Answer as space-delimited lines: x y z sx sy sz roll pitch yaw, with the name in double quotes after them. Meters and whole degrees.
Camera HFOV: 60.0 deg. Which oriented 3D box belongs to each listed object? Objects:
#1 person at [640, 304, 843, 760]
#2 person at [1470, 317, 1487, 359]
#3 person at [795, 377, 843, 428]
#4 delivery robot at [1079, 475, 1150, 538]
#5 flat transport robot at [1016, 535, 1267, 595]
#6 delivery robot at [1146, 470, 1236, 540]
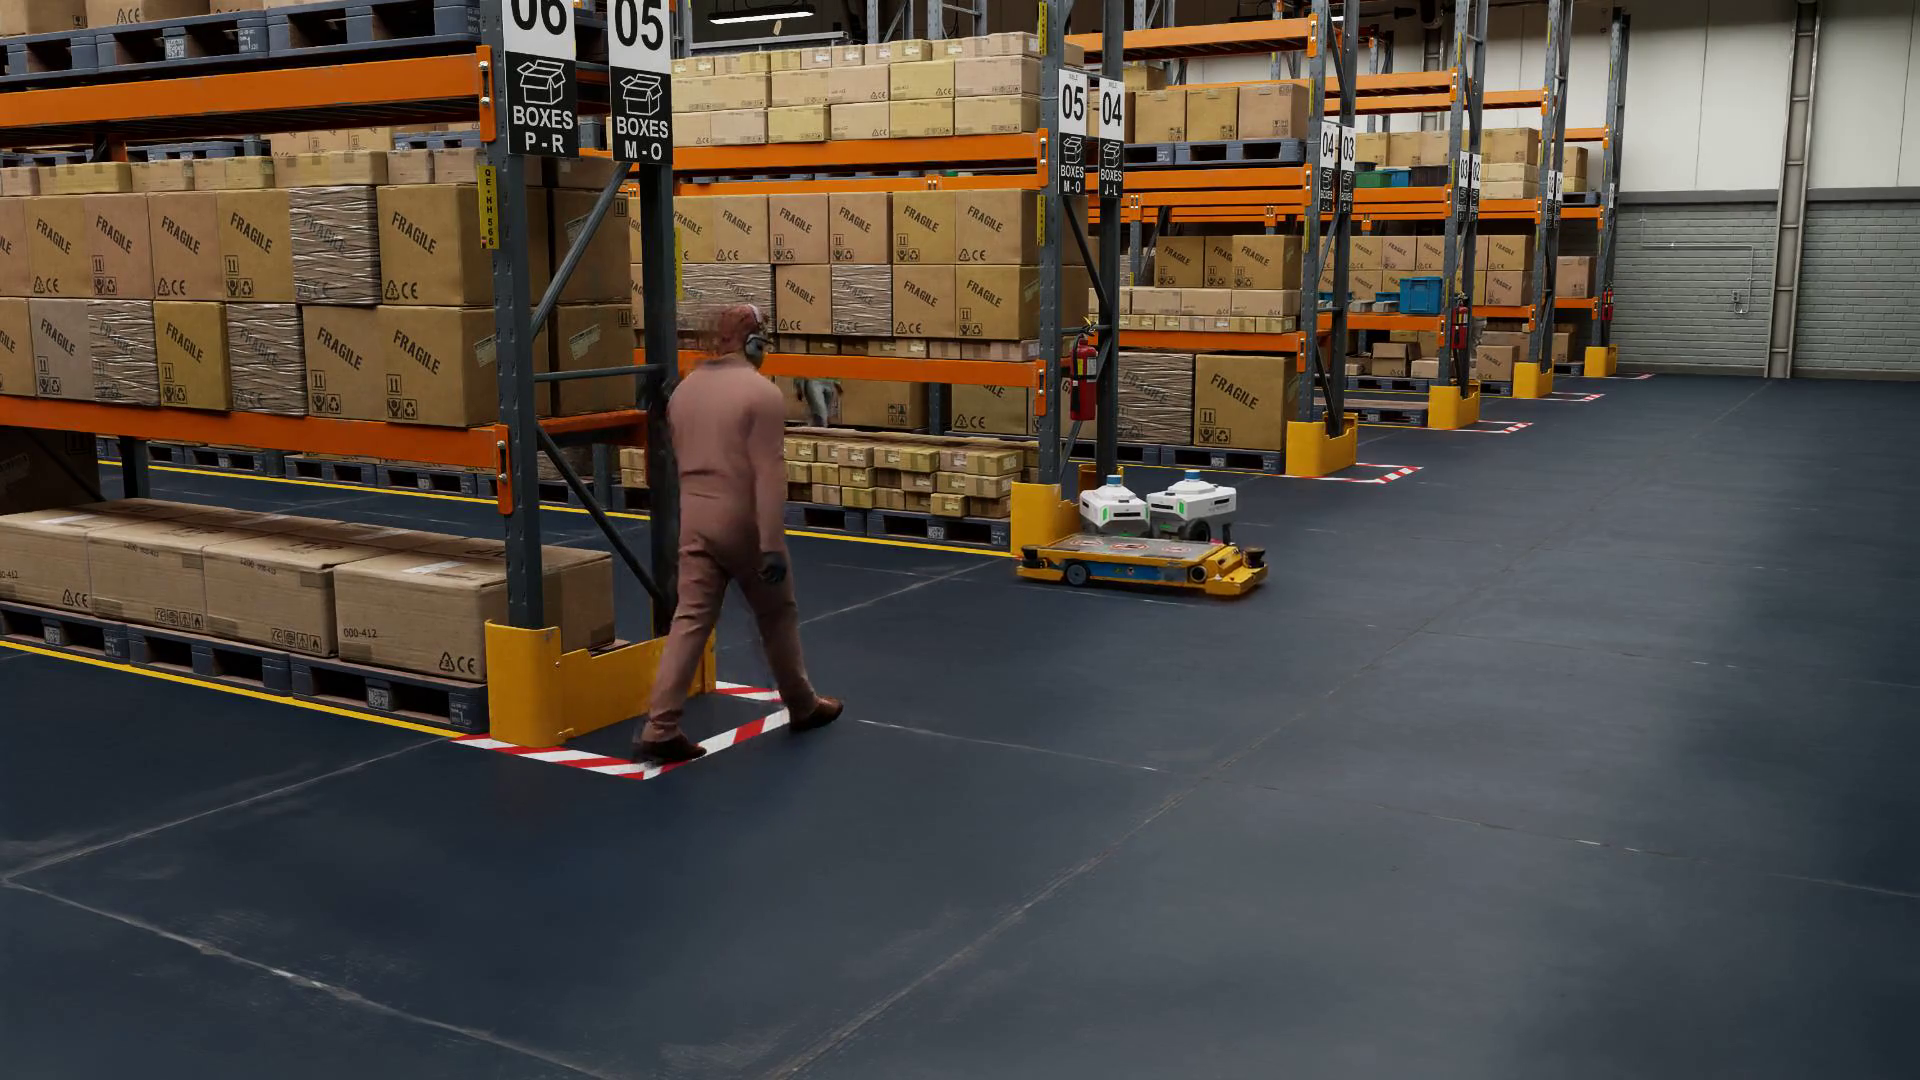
-0.924 -0.037 6.809 0.670 1.850 1.026 7 12 36 "person"
8.004 -3.322 25.897 0.355 1.883 0.575 6 11 30 "person"
-1.368 -1.452 15.405 0.698 1.725 0.485 7 12 37 "person"
1.034 -0.194 11.190 0.477 0.478 0.707 -1 10 -9 "delivery robot"
1.135 0.136 10.361 1.431 0.197 0.652 4 11 24 "flat transport robot"
1.594 -0.238 11.449 0.477 0.478 0.707 9 13 41 "delivery robot"
